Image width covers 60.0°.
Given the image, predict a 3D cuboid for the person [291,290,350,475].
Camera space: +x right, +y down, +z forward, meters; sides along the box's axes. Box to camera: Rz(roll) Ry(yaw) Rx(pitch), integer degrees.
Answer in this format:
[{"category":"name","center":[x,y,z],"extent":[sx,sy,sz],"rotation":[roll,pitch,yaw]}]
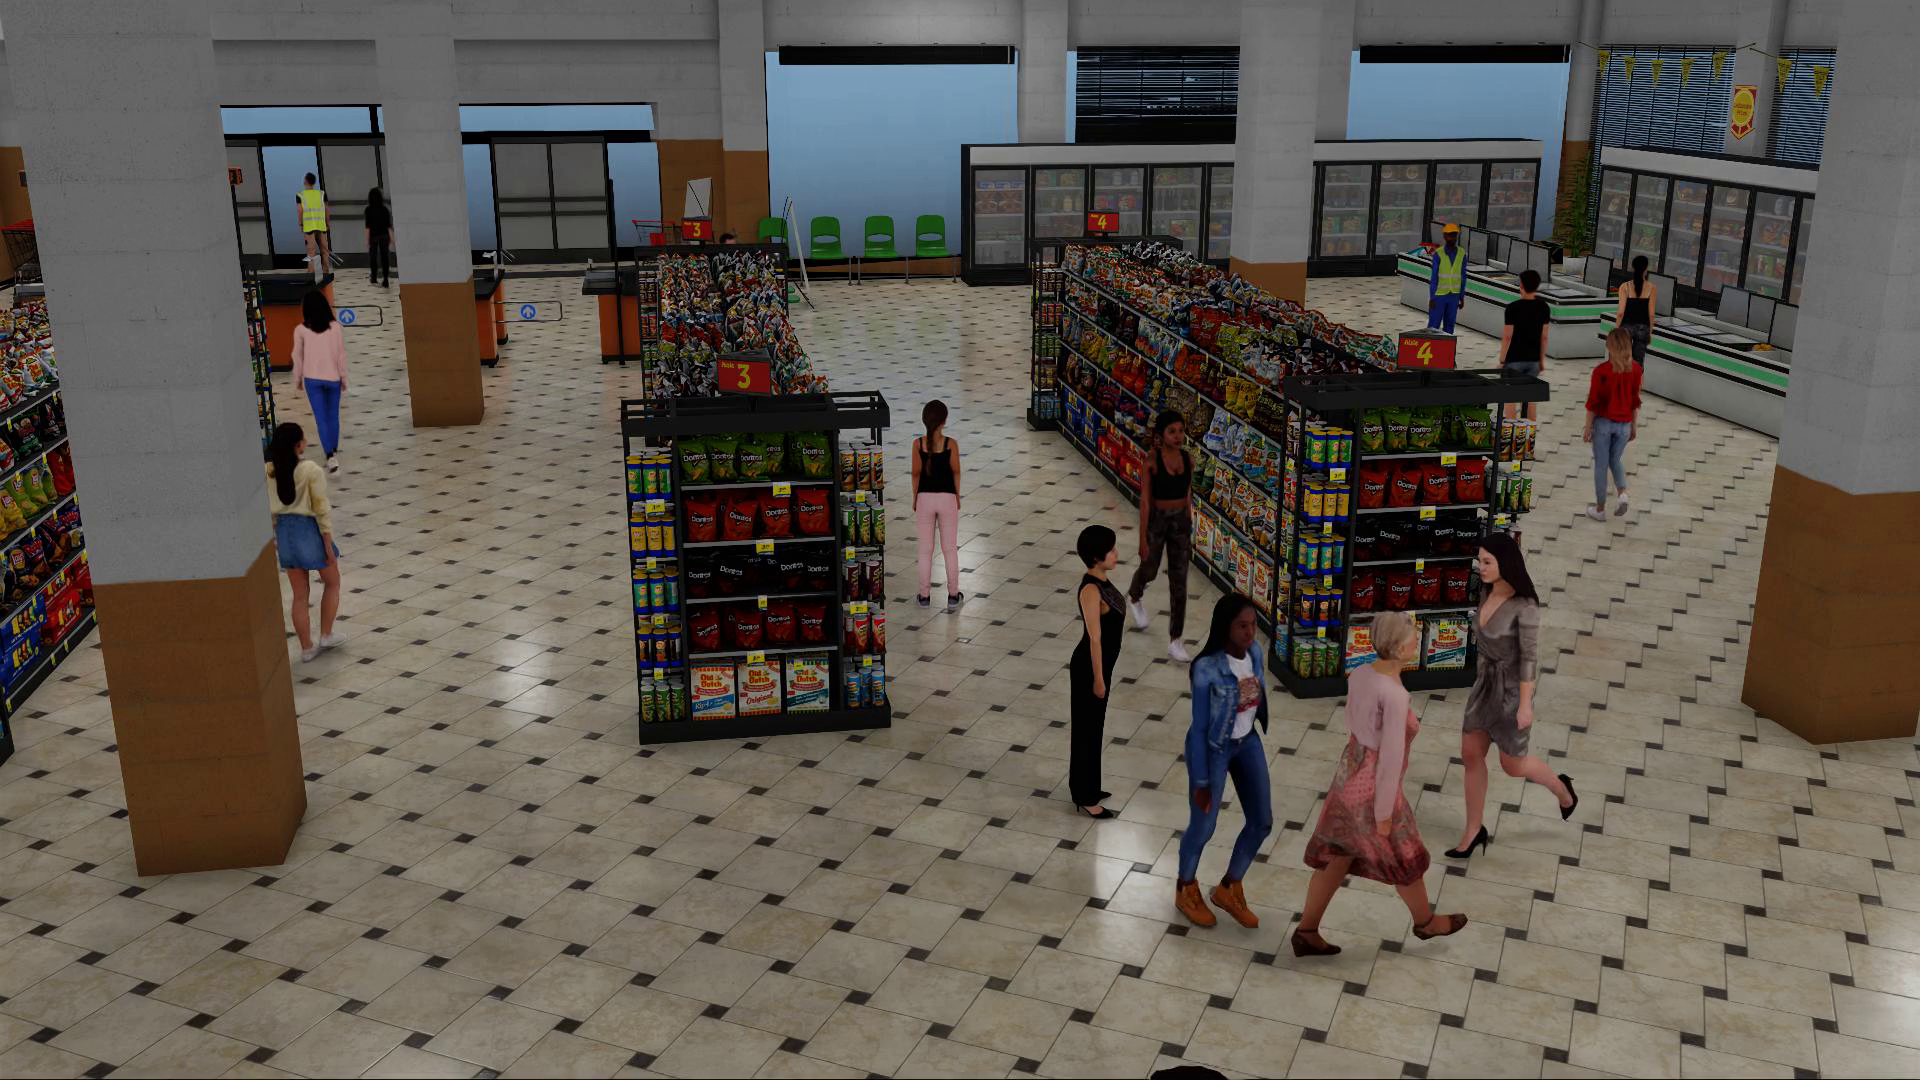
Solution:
[{"category":"person","center":[-6.072,-1.470,15.869],"extent":[0.852,1.727,1.224],"rotation":[-7,18,-23]}]

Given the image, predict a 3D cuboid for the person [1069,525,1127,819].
[{"category":"person","center":[0.712,0.694,8.955],"extent":[0.692,1.603,0.536],"rotation":[2,17,5]}]

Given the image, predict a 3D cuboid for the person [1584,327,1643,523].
[{"category":"person","center":[5.608,-0.950,14.208],"extent":[0.622,1.697,0.738],"rotation":[-3,17,-10]}]

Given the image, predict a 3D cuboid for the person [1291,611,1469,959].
[{"category":"person","center":[1.754,1.143,7.400],"extent":[0.750,1.647,1.029],"rotation":[-5,18,-16]}]

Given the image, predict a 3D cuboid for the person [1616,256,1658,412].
[{"category":"person","center":[7.545,-2.313,18.646],"extent":[0.639,1.726,0.639],"rotation":[3,17,10]}]

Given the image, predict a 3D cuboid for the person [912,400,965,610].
[{"category":"person","center":[-0.168,-0.265,12.179],"extent":[0.569,1.565,0.570],"rotation":[1,17,2]}]

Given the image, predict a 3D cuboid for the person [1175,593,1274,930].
[{"category":"person","center":[1.164,1.016,7.750],"extent":[0.774,1.688,0.831],"rotation":[-12,21,-35]}]

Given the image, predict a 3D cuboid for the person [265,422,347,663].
[{"category":"person","center":[-4.424,0.039,11.085],"extent":[0.744,1.619,0.737],"rotation":[2,17,7]}]

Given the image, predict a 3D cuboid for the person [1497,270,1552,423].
[{"category":"person","center":[5.664,-1.801,16.753],"extent":[0.668,1.847,0.550],"rotation":[-4,17,-12]}]

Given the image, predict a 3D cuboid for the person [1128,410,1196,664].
[{"category":"person","center":[1.361,-0.062,11.354],"extent":[0.663,1.655,1.196],"rotation":[-5,17,-15]}]

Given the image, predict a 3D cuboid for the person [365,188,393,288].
[{"category":"person","center":[-9.684,-5.024,27.764],"extent":[0.815,1.615,1.005],"rotation":[-10,20,-30]}]

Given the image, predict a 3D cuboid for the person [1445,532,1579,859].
[{"category":"person","center":[2.809,0.802,8.402],"extent":[0.802,1.718,0.980],"rotation":[-7,18,-23]}]

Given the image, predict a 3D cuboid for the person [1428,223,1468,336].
[{"category":"person","center":[6.173,-3.117,21.154],"extent":[0.661,1.807,0.582],"rotation":[-4,17,-13]}]

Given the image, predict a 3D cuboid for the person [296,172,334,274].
[{"category":"person","center":[-11.078,-5.373,28.516],"extent":[0.838,1.847,0.883],"rotation":[-14,22,-38]}]
